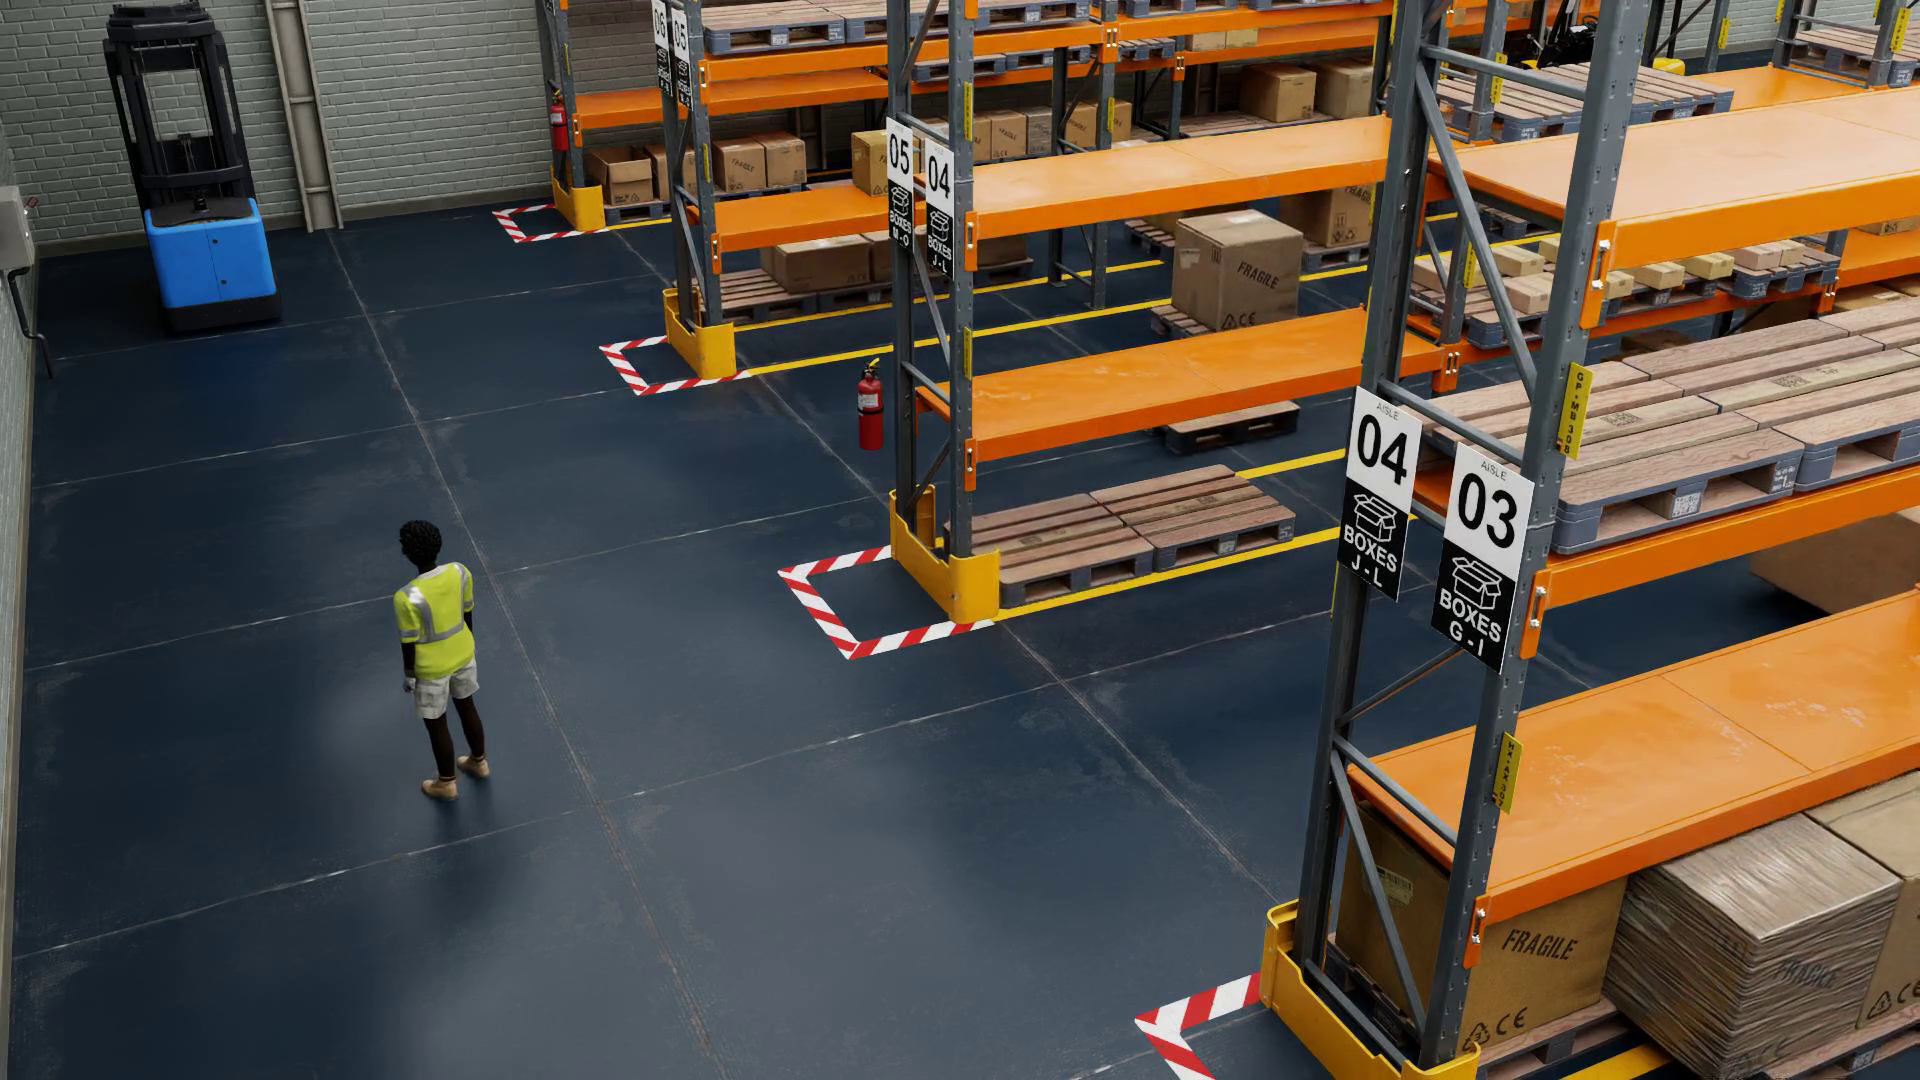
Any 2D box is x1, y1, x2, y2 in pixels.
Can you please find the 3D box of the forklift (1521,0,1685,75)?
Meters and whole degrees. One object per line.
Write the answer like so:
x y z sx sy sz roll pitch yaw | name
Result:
8.950 -6.807 23.056 1.214 2.155 2.313 -12 30 -22 | forklift

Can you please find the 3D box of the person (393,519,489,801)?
-2.894 0.665 9.288 0.321 1.686 0.537 14 31 24 | person

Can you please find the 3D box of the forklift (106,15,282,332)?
-7.548 -3.672 16.323 1.129 2.768 1.873 -12 30 -22 | forklift
